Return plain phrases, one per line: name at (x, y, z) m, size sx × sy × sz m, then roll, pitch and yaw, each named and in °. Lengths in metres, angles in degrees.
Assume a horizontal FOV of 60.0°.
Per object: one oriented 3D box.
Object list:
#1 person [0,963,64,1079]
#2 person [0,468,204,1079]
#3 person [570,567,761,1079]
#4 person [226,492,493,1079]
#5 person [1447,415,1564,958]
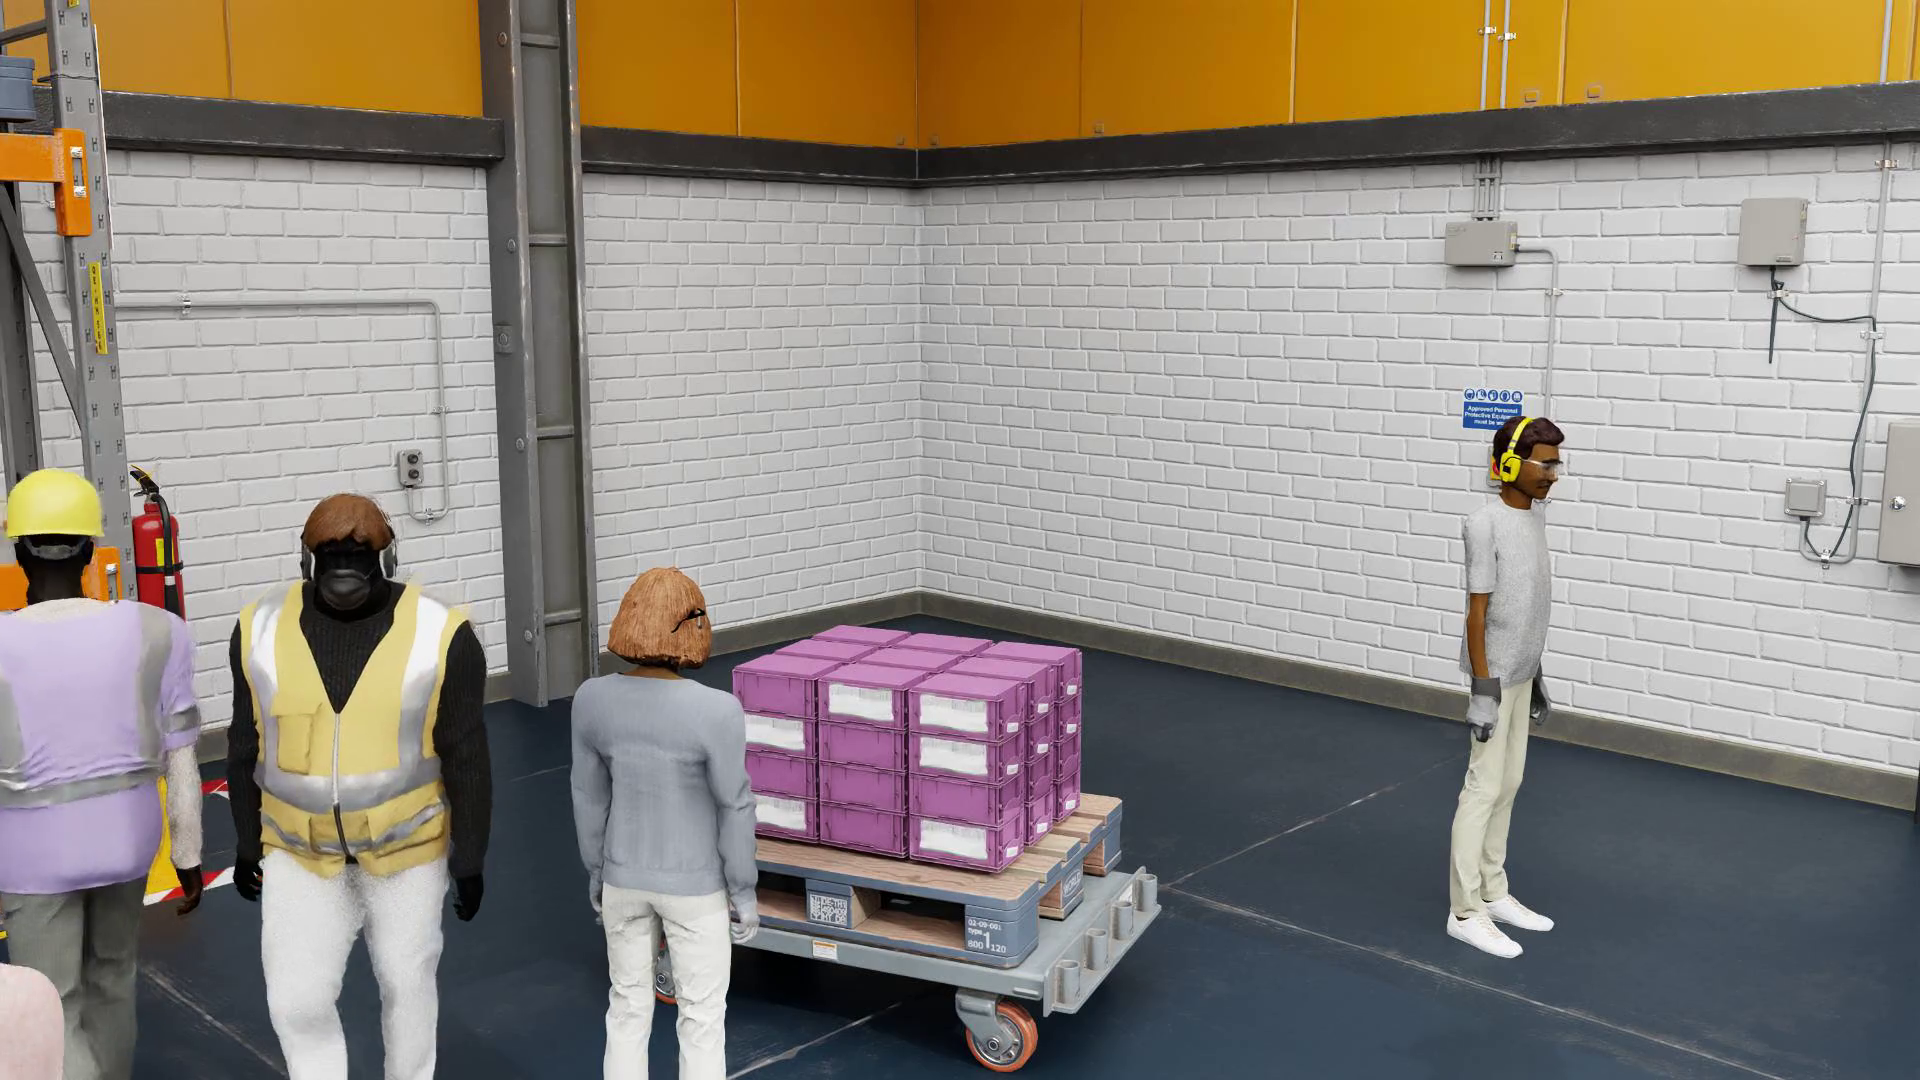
person at (-1.535, 1.108, 2.473) m, size 0.533 × 1.734 × 0.801 m, roll -1°, pitch 9°, yaw -9°
person at (-2.178, 0.766, 4.099) m, size 0.608 × 1.888 × 0.865 m, roll -8°, pitch 13°, yaw -42°
person at (-0.732, 0.875, 4.191) m, size 0.503 × 1.633 × 0.280 m, roll 3°, pitch 10°, yaw 20°
person at (-1.497, 0.790, 4.131) m, size 0.661 × 1.820 × 0.636 m, roll -1°, pitch 9°, yaw -9°
person at (1.921, 0.498, 5.808) m, size 0.329 × 1.864 × 0.508 m, roll 8°, pitch 12°, yaw 40°
